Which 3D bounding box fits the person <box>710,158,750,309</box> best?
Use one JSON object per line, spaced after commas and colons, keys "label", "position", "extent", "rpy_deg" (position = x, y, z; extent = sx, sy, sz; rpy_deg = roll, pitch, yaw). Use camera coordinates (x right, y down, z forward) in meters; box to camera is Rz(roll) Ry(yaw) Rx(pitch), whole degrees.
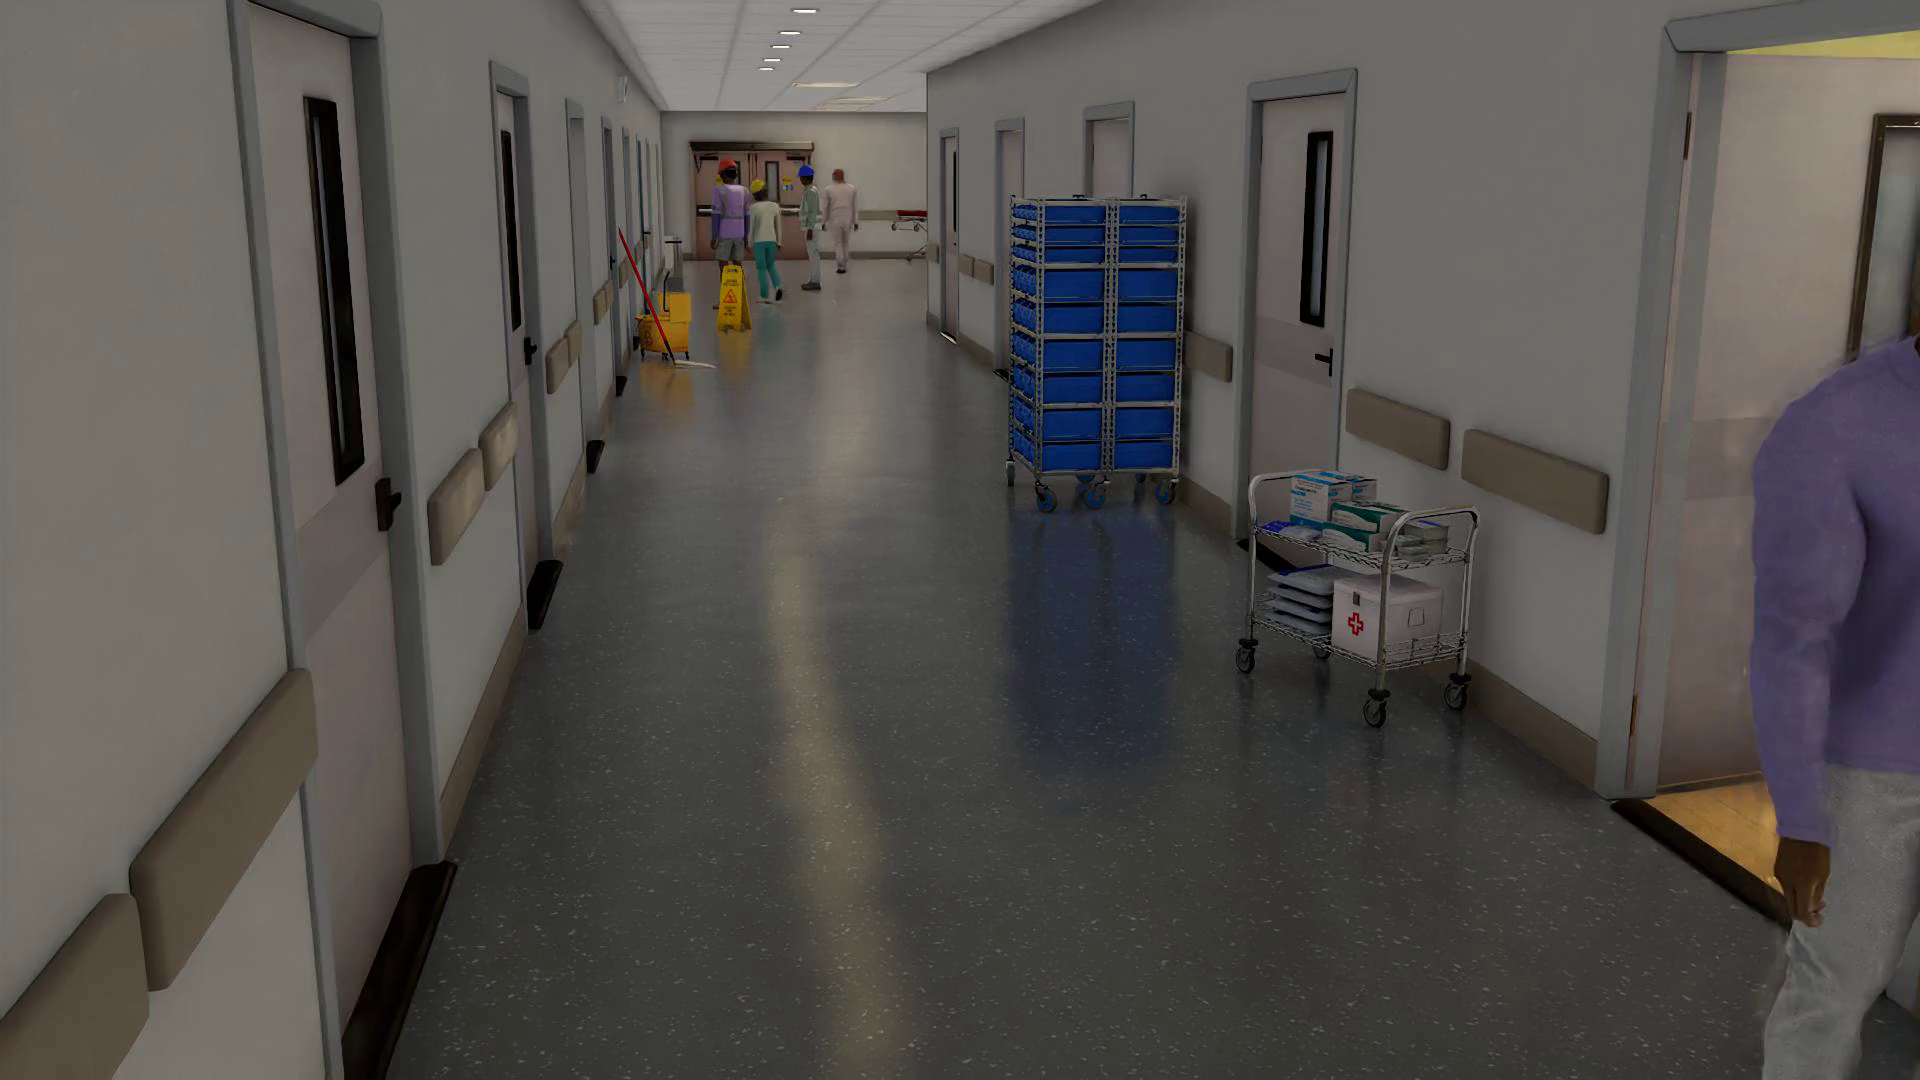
{"label": "person", "position": [-3.133, -4.148, 22.612], "extent": [0.615, 2.028, 0.409], "rpy_deg": [-12, 18, -43]}

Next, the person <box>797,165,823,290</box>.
{"label": "person", "position": [-2.359, -4.905, 26.145], "extent": [0.398, 1.943, 0.616], "rpy_deg": [-1, 13, -5]}

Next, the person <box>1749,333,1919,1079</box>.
{"label": "person", "position": [1.544, 0.394, 2.636], "extent": [0.648, 1.924, 0.514], "rpy_deg": [1, 13, 6]}

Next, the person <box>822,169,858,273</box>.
{"label": "person", "position": [-2.230, -5.825, 30.390], "extent": [0.666, 1.866, 0.896], "rpy_deg": [-5, 14, -20]}

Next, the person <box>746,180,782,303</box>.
{"label": "person", "position": [-2.781, -4.218, 23.562], "extent": [0.528, 1.740, 0.372], "rpy_deg": [-10, 16, -37]}
